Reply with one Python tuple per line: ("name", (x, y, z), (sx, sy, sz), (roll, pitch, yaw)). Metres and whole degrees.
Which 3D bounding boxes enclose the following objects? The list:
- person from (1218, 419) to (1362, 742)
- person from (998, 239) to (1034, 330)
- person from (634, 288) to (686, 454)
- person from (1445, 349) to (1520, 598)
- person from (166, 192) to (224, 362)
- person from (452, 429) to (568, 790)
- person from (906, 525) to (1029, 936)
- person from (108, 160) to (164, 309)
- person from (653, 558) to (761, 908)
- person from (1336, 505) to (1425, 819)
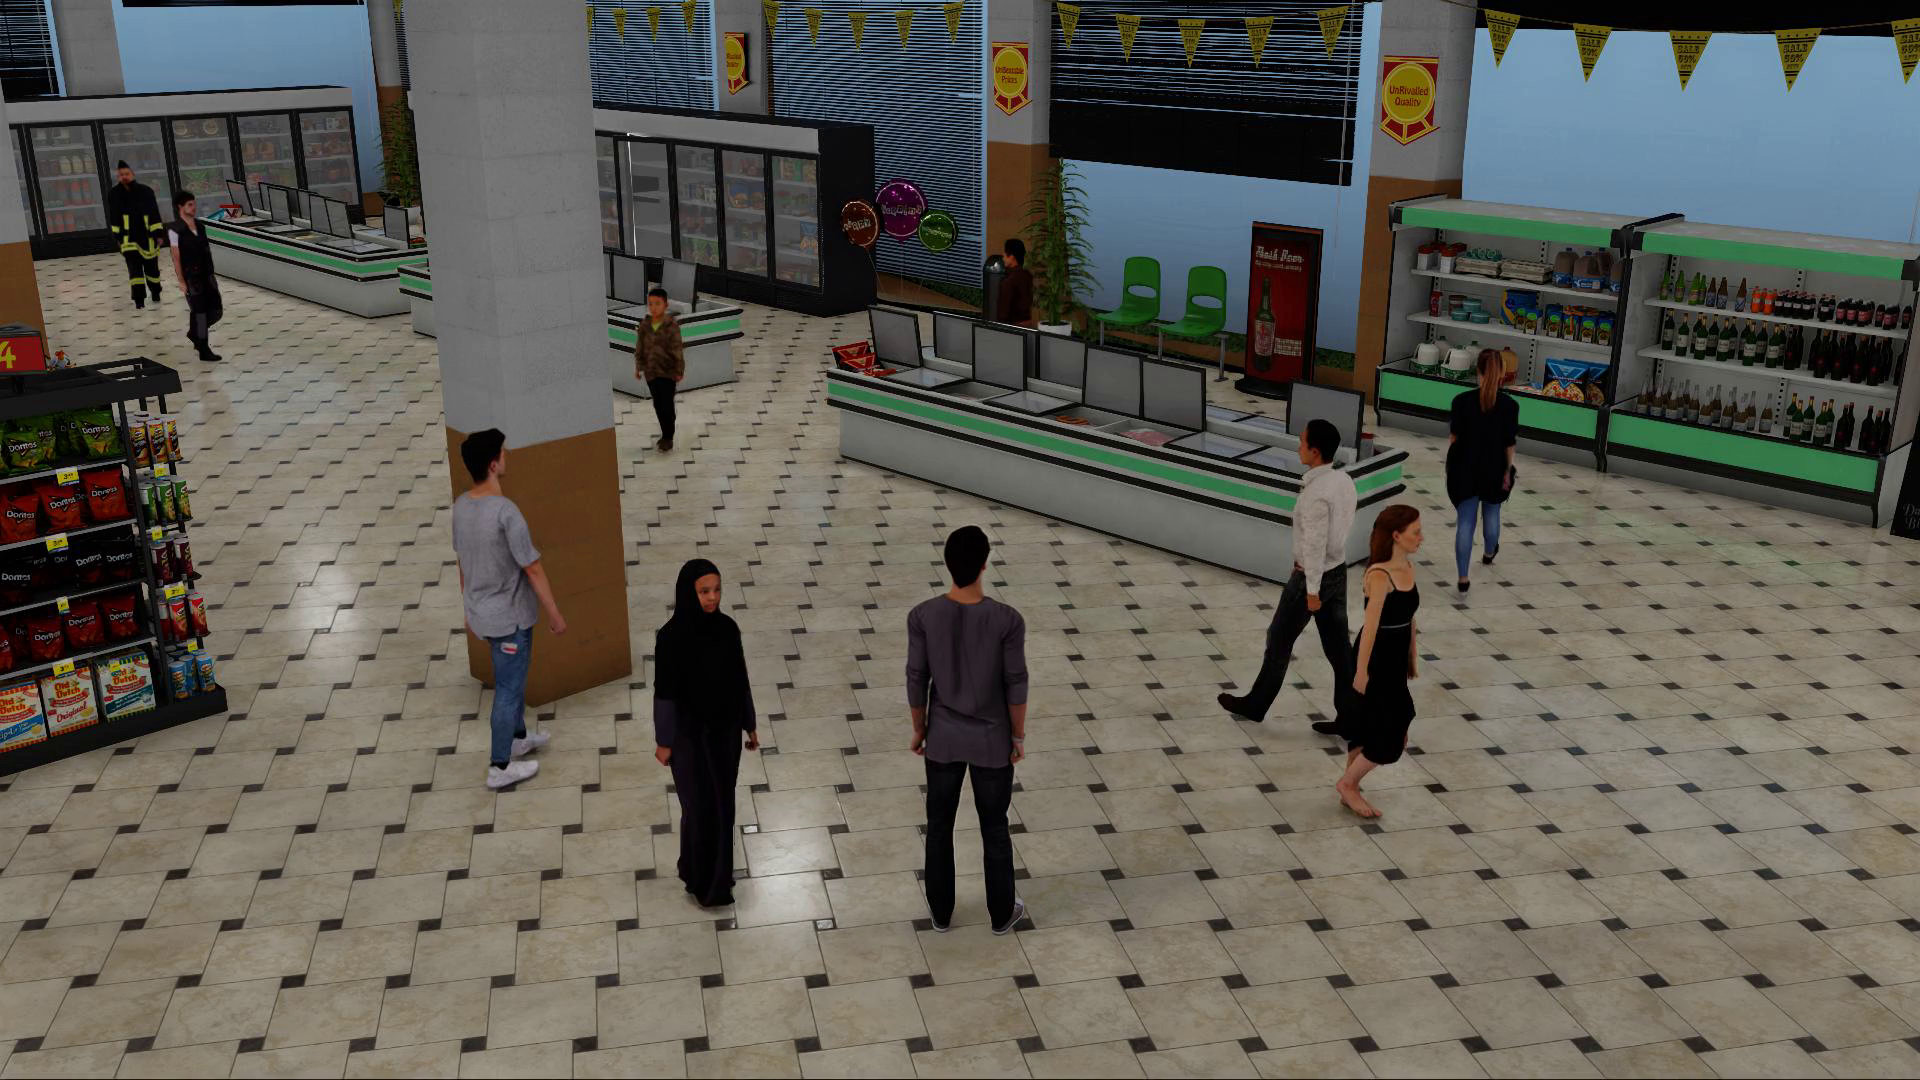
("person", (2.030, 0.261, 8.994), (1.091, 1.773, 0.783), (13, 23, 34))
("person", (0.602, -1.878, 15.350), (0.838, 1.764, 0.778), (10, 21, 26))
("person", (-2.639, -1.532, 14.840), (0.839, 1.436, 0.841), (6, 19, 16))
("person", (3.483, -0.417, 11.205), (1.090, 1.644, 0.964), (8, 20, 21))
("person", (-8.423, -2.864, 18.161), (0.898, 1.836, 0.794), (8, 20, 22))
("person", (-2.400, 0.383, 8.473), (0.719, 1.873, 0.769), (15, 24, 38))
("person", (0.033, 0.834, 7.170), (0.691, 1.853, 0.806), (4, 19, 10))
("person", (-10.501, -3.915, 21.299), (0.987, 1.824, 1.237), (-9, 21, -24))
("person", (-1.211, 0.837, 7.544), (0.729, 1.608, 0.617), (16, 24, 39))
("person", (2.006, 0.598, 8.252), (0.632, 1.608, 0.631), (15, 24, 38))
